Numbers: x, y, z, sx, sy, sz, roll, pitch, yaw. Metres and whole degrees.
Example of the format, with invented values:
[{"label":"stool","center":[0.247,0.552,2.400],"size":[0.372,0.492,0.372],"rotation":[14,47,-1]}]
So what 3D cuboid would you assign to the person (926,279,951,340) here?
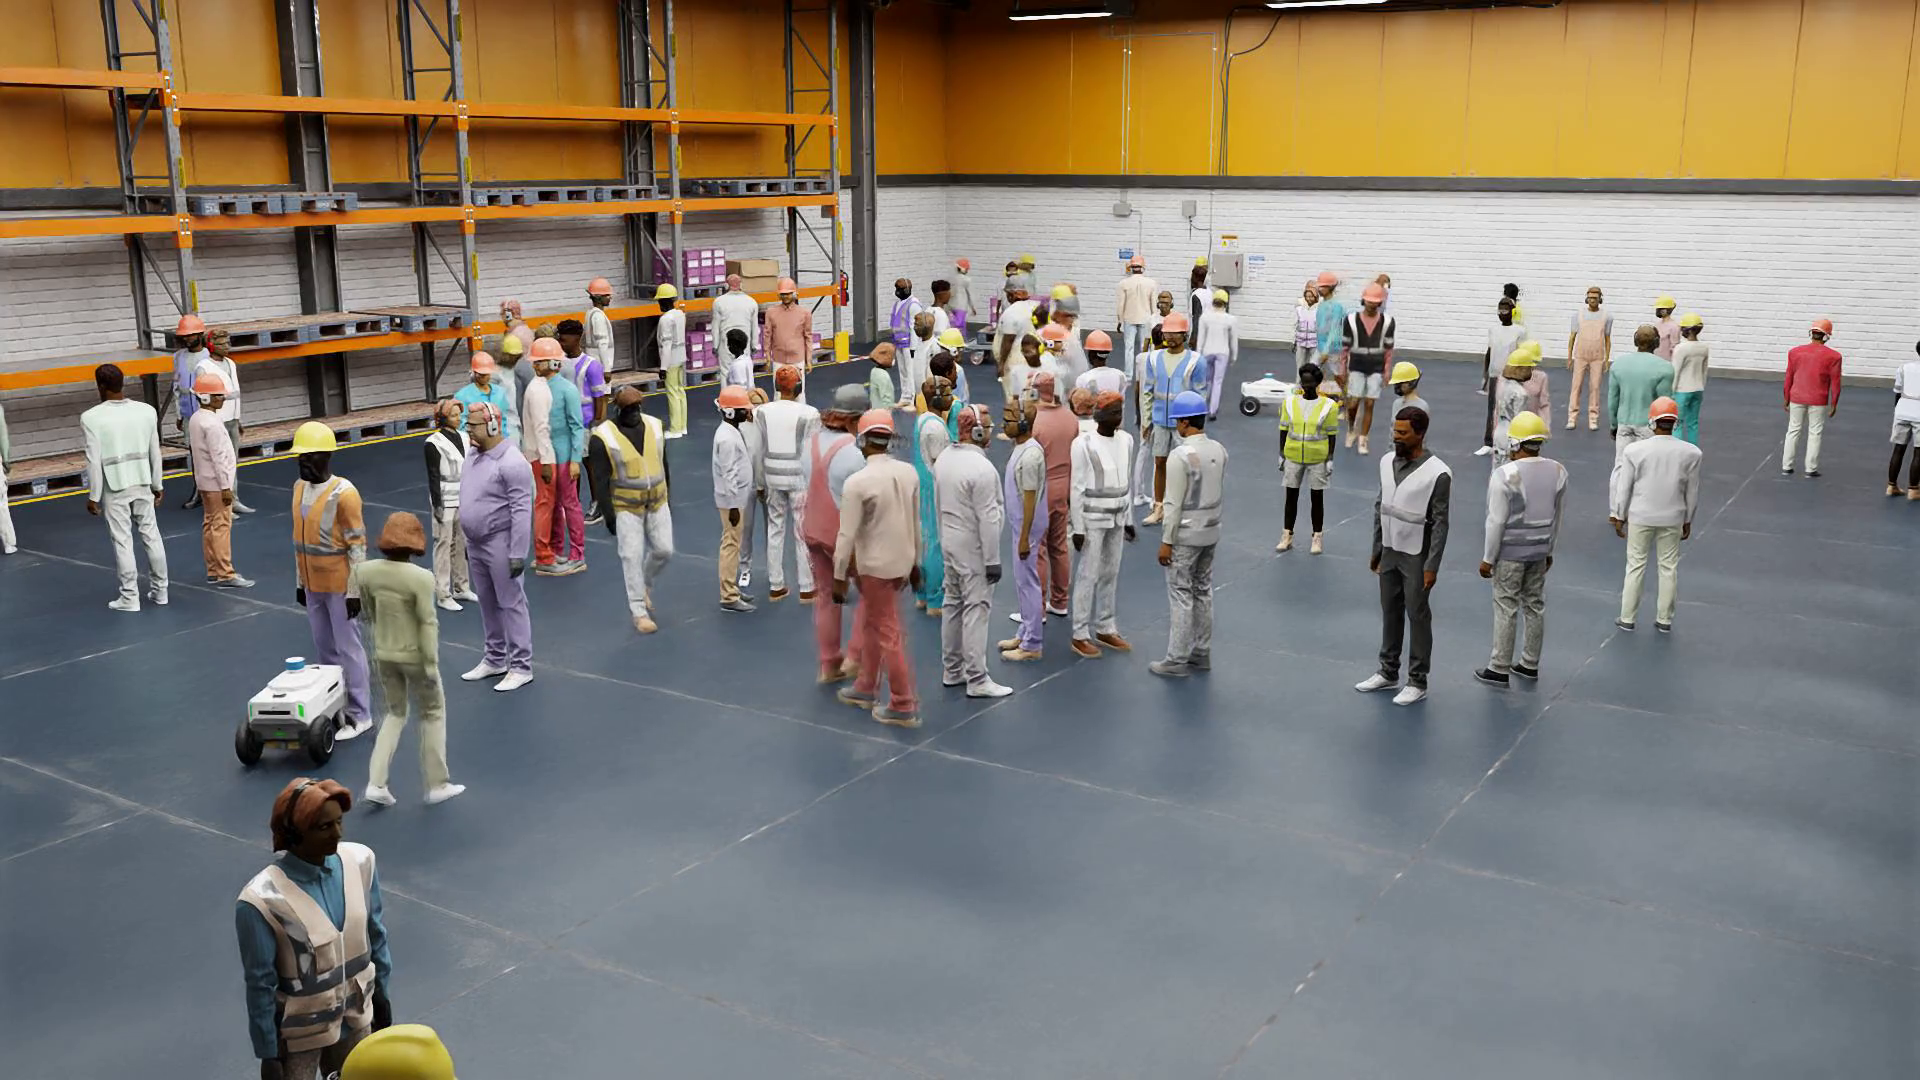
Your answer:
[{"label":"person","center":[-0.281,-2.313,21.018],"size":[0.371,1.958,0.606],"rotation":[-4,14,-17]}]

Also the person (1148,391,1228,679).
[{"label":"person","center":[1.550,-0.036,11.209],"size":[0.420,1.932,0.621],"rotation":[11,17,39]}]

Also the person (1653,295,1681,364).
[{"label":"person","center":[8.865,-2.209,21.018],"size":[0.343,1.761,0.527],"rotation":[-2,13,-10]}]

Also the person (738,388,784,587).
[{"label":"person","center":[-1.640,-0.432,13.573],"size":[0.507,1.633,0.278],"rotation":[-3,13,-14]}]

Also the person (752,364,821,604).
[{"label":"person","center":[-1.333,-0.435,13.036],"size":[0.584,1.882,0.337],"rotation":[4,14,16]}]

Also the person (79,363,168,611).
[{"label":"person","center":[-6.428,-0.404,12.832],"size":[0.374,1.915,0.595],"rotation":[8,15,33]}]

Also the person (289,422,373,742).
[{"label":"person","center":[-3.801,0.243,9.992],"size":[0.592,1.930,0.356],"rotation":[9,16,33]}]

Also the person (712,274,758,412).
[{"label":"person","center":[-3.082,-2.680,22.767],"size":[0.653,1.894,0.401],"rotation":[-6,14,-23]}]

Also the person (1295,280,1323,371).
[{"label":"person","center":[5.294,-3.102,25.140],"size":[0.514,1.641,0.308],"rotation":[1,13,2]}]

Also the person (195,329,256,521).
[{"label":"person","center":[-7.148,-1.122,16.098],"size":[0.375,1.843,0.575],"rotation":[1,13,4]}]

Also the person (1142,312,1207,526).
[{"label":"person","center":[1.995,-1.117,15.635],"size":[0.616,2.046,0.366],"rotation":[7,15,29]}]

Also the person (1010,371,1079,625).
[{"label":"person","center":[0.602,-0.321,12.497],"size":[0.403,1.904,0.651],"rotation":[11,17,40]}]

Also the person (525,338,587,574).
[{"label":"person","center":[-3.406,-0.703,13.955],"size":[0.621,1.992,0.397],"rotation":[11,17,39]}]

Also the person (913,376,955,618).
[{"label":"person","center":[-0.181,-0.331,12.669],"size":[0.345,1.847,0.504],"rotation":[-4,14,-17]}]

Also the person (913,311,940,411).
[{"label":"person","center":[-0.357,-1.543,17.926],"size":[0.328,1.844,0.514],"rotation":[-7,15,-27]}]

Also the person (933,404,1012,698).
[{"label":"person","center":[0.090,0.067,10.810],"size":[0.402,1.911,0.639],"rotation":[-7,15,-28]}]

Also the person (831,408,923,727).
[{"label":"person","center":[-0.584,0.166,10.283],"size":[0.830,1.941,0.648],"rotation":[9,16,35]}]

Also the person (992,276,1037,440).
[{"label":"person","center":[0.661,-2.255,20.586],"size":[0.537,2.000,0.711],"rotation":[8,15,30]}]

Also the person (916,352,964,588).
[{"label":"person","center":[-0.144,-0.566,13.536],"size":[0.391,1.917,0.593],"rotation":[-9,16,-35]}]

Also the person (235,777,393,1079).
[{"label":"person","center":[-1.979,1.511,5.161],"size":[0.317,1.633,0.515],"rotation":[7,15,28]}]

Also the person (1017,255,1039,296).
[{"label":"person","center":[1.208,-4.416,30.730],"size":[0.507,1.688,0.921],"rotation":[-12,17,-41]}]

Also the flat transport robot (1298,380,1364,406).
[{"label":"flat transport robot","center":[5.314,-2.105,23.813],"size":[0.652,0.197,1.431],"rotation":[8,15,32]}]

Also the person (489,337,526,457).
[{"label":"person","center":[-4.389,-1.174,16.635],"size":[0.494,1.694,0.897],"rotation":[-10,16,-36]}]

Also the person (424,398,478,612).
[{"label":"person","center":[-3.937,-0.282,12.904],"size":[0.312,1.642,0.512],"rotation":[4,14,17]}]

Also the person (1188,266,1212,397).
[{"label":"person","center":[3.457,-2.981,24.012],"size":[0.392,1.917,0.590],"rotation":[5,14,22]}]

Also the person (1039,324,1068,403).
[{"label":"person","center":[0.958,-1.405,17.550],"size":[0.348,1.743,0.566],"rotation":[1,13,3]}]

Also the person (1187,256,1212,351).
[{"label":"person","center":[4.238,-4.131,29.374],"size":[0.483,1.745,0.299],"rotation":[9,16,34]}]

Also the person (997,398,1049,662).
[{"label":"person","center":[0.443,-0.070,11.567],"size":[0.341,1.840,0.504],"rotation":[-1,13,-3]}]

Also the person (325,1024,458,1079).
[{"label":"person","center":[-1.147,1.832,3.484],"size":[0.339,1.761,0.524],"rotation":[-1,13,-6]}]

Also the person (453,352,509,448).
[{"label":"person","center":[-4.285,-0.833,15.056],"size":[0.339,1.747,0.568],"rotation":[8,15,32]}]

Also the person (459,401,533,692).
[{"label":"person","center":[-3.079,0.036,10.943],"size":[0.651,1.907,0.409],"rotation":[11,17,40]}]

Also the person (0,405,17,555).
[{"label":"person","center":[-8.559,-0.649,14.496],"size":[0.515,1.641,0.314],"rotation":[-9,16,-34]}]

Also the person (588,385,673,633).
[{"label":"person","center":[-2.433,-0.252,12.385],"size":[0.669,1.826,0.755],"rotation":[-9,16,-35]}]

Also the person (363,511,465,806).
[{"label":"person","center":[-3.021,0.663,8.920],"size":[0.511,1.611,0.538],"rotation":[5,14,22]}]

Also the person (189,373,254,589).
[{"label":"person","center":[-6.037,-0.481,13.523],"size":[0.319,1.750,0.560],"rotation":[-11,17,-38]}]

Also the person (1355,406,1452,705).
[{"label":"person","center":[2.877,0.089,10.688],"size":[0.390,1.919,0.591],"rotation":[-7,15,-29]}]

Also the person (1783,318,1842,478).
[{"label":"person","center":[9.326,-1.555,18.212],"size":[0.573,1.740,0.348],"rotation":[11,17,40]}]

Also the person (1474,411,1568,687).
[{"label":"person","center":[3.690,0.062,10.994],"size":[0.591,1.833,0.403],"rotation":[-6,14,-23]}]

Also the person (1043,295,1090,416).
[{"label":"person","center":[1.046,-1.677,18.080],"size":[0.773,2.000,0.695],"rotation":[4,14,18]}]

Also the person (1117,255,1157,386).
[{"label":"person","center":[2.701,-3.356,25.479],"size":[0.622,1.986,0.398],"rotation":[-1,13,-6]}]
